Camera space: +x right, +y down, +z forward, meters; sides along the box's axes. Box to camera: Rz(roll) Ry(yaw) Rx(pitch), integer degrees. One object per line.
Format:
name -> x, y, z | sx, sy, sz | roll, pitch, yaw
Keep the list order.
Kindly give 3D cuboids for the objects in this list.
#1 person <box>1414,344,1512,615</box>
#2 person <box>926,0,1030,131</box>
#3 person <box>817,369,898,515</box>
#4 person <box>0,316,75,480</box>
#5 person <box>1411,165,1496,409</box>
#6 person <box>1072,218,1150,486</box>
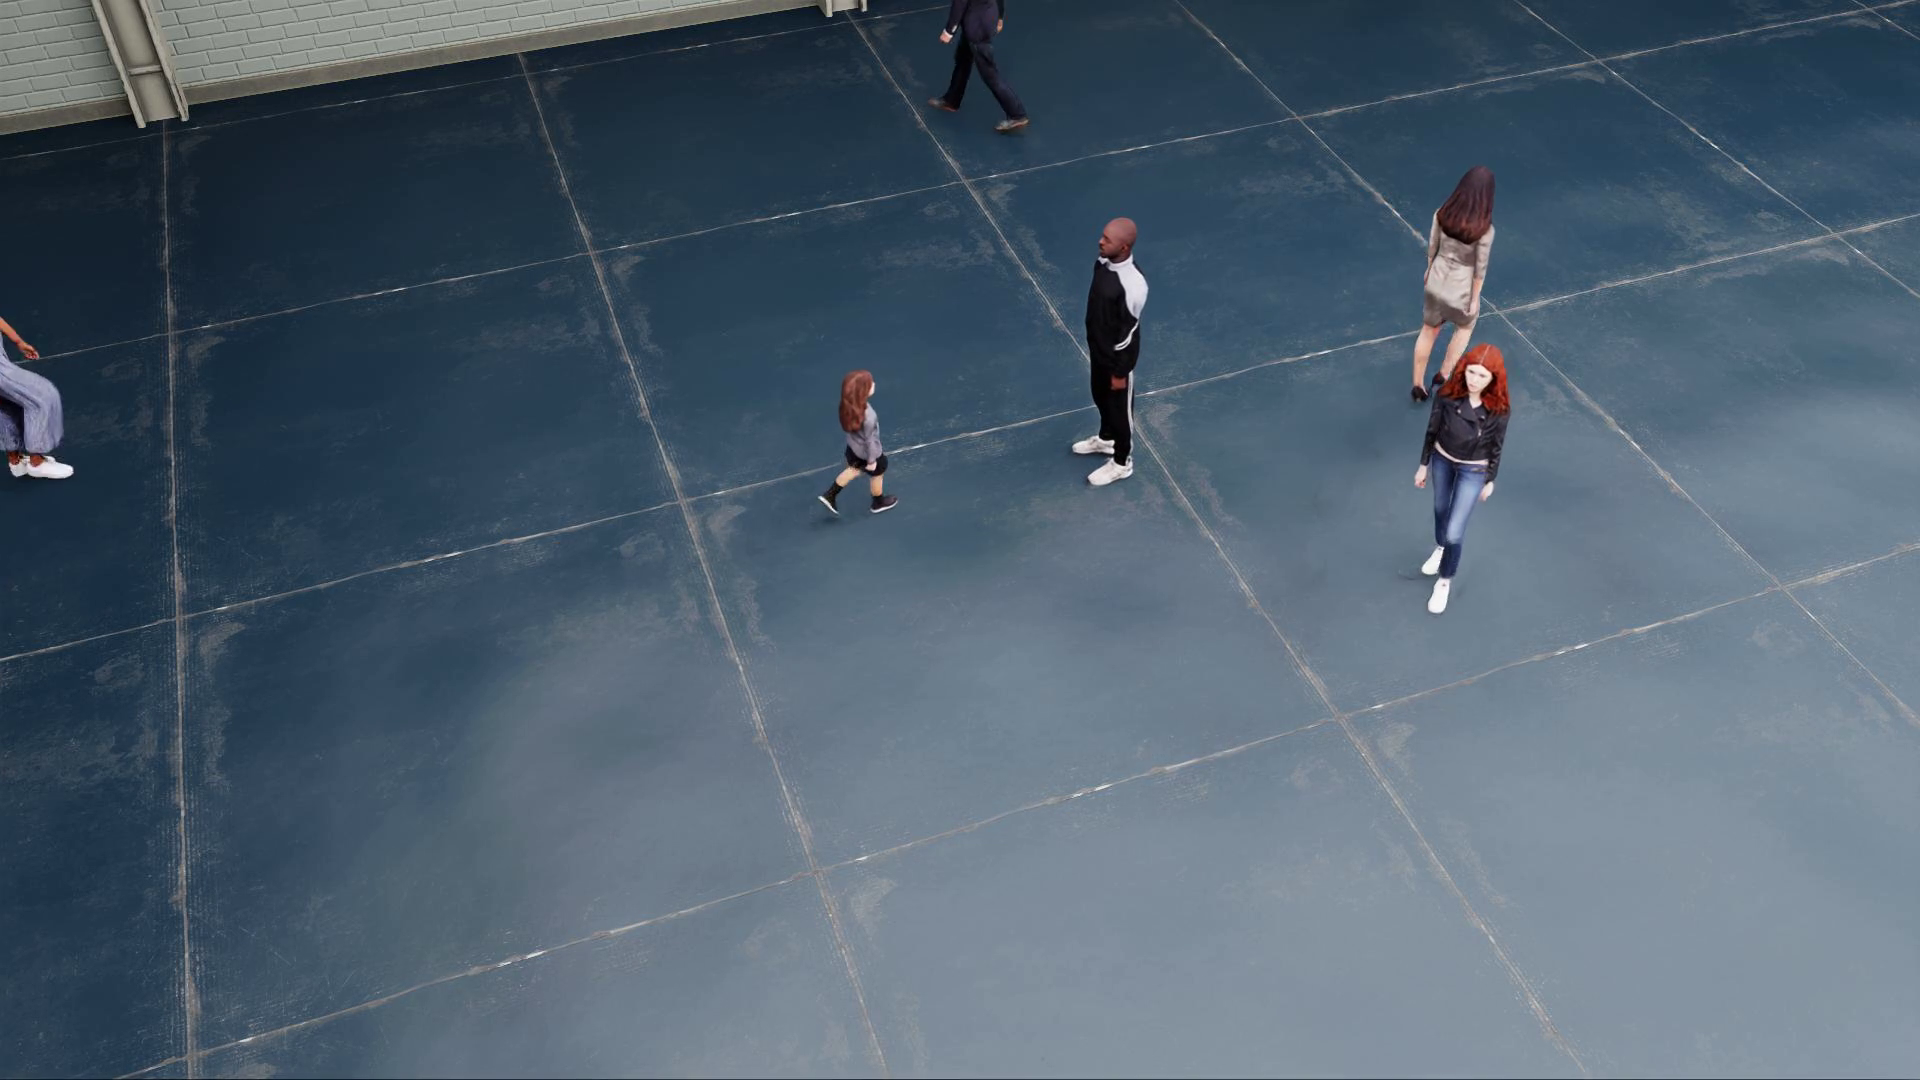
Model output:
person -> 2.817, -0.413, 9.372 | 0.815, 1.753, 0.922 | 26, 49, 25
person -> 0.226, -4.127, 13.333 | 1.275, 1.776, 1.184 | 16, 45, 16
person -> -0.629, -0.567, 10.019 | 0.736, 1.095, 0.516 | -18, 46, -19
person -> -5.957, -1.014, 10.068 | 0.721, 1.681, 0.634 | -22, 47, -22
person -> 3.082, -1.542, 10.601 | 0.730, 1.726, 0.761 | 33, 52, 30
person -> 0.947, -1.171, 10.131 | 0.534, 1.825, 0.650 | -12, 44, -12
